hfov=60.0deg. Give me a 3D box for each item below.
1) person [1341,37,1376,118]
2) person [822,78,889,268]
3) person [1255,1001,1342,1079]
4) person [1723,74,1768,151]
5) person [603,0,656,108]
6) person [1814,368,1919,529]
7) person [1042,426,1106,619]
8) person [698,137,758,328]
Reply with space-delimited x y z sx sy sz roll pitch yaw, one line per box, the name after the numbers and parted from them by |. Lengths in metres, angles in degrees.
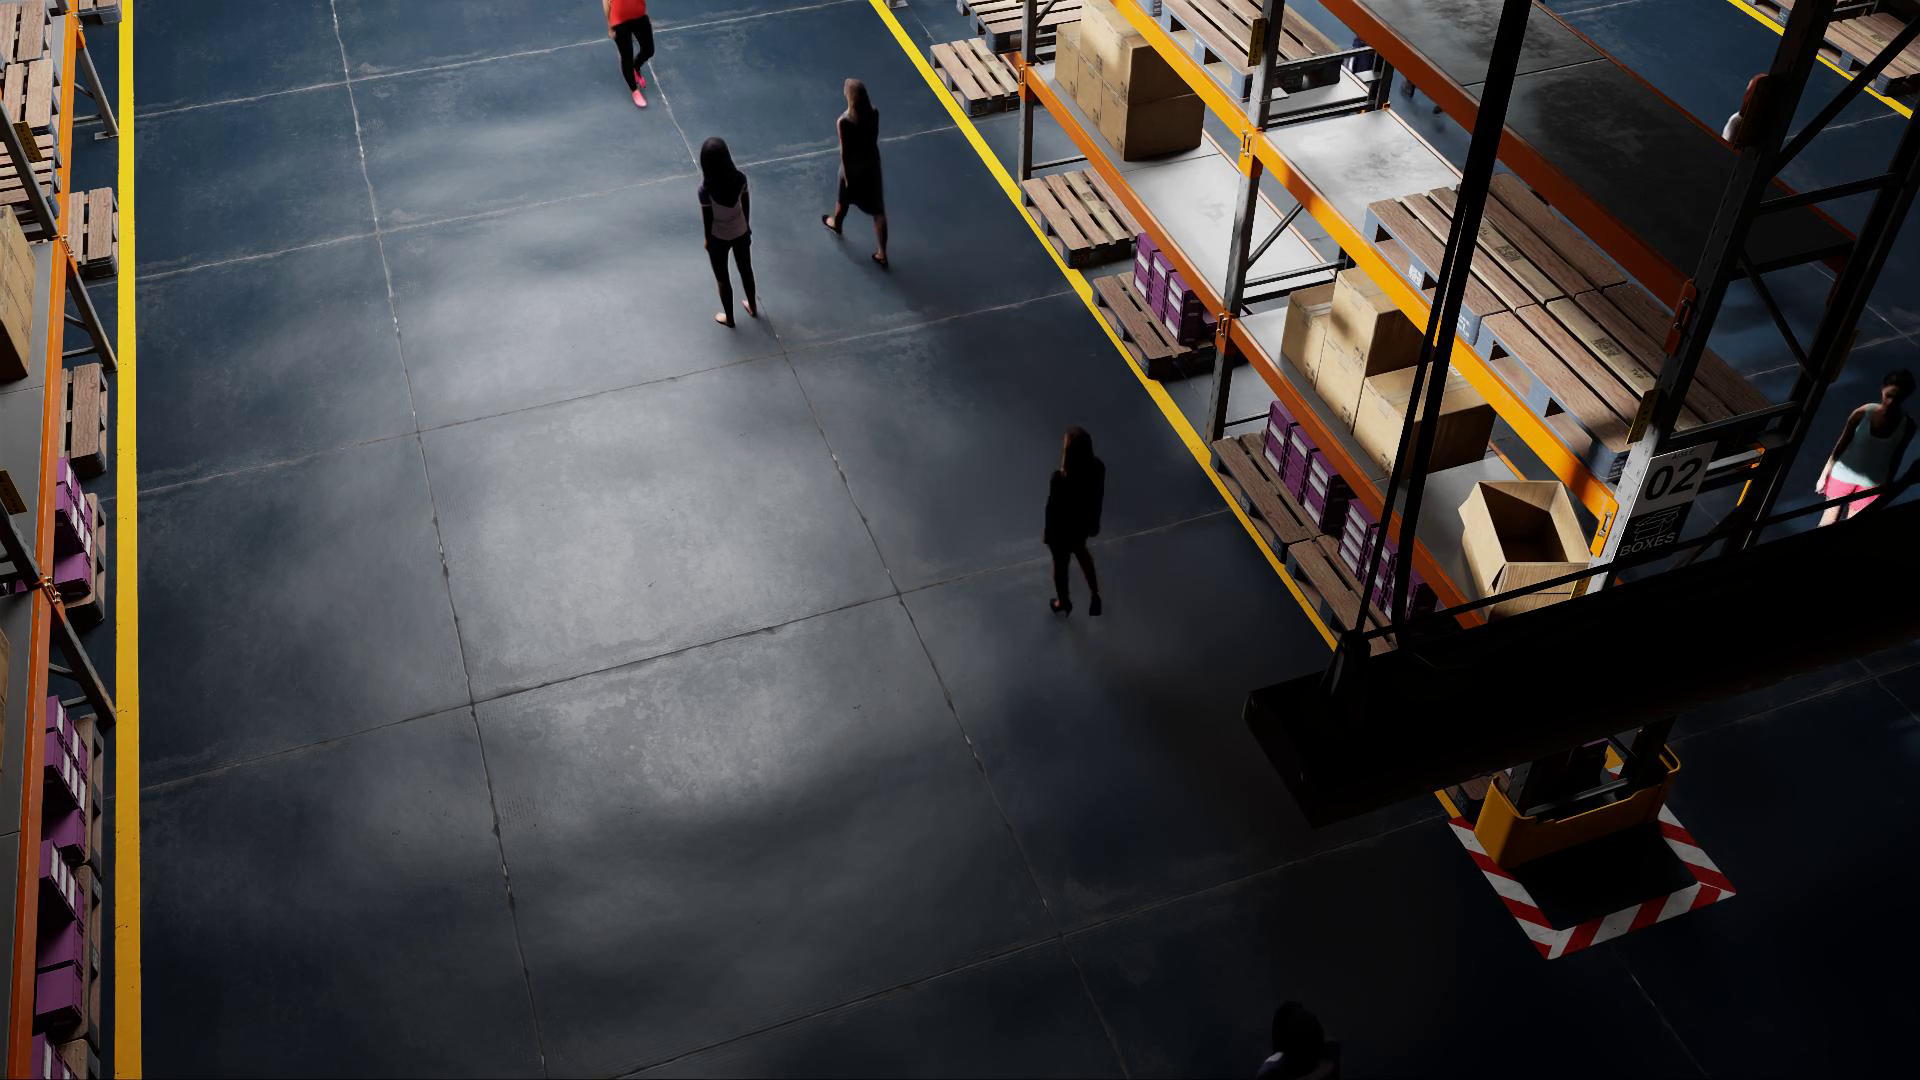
3.852 -4.515 16.086 0.539 1.207 0.664 -12 45 -13 | person
-0.790 -3.108 14.281 0.701 1.660 1.149 -22 48 -21 | person
1.560 2.731 8.129 0.743 1.691 1.191 -21 47 -20 | person
6.630 -3.179 14.284 0.586 1.758 0.486 -13 45 -14 | person
-3.309 -5.136 16.392 0.715 1.685 0.805 -26 50 -25 | person
6.167 -0.456 11.429 0.773 1.753 0.832 20 47 20 | person
0.789 -0.040 11.055 0.637 1.667 0.739 -24 49 -23 | person
-1.915 -2.526 13.636 0.655 1.707 0.619 -28 50 -27 | person
